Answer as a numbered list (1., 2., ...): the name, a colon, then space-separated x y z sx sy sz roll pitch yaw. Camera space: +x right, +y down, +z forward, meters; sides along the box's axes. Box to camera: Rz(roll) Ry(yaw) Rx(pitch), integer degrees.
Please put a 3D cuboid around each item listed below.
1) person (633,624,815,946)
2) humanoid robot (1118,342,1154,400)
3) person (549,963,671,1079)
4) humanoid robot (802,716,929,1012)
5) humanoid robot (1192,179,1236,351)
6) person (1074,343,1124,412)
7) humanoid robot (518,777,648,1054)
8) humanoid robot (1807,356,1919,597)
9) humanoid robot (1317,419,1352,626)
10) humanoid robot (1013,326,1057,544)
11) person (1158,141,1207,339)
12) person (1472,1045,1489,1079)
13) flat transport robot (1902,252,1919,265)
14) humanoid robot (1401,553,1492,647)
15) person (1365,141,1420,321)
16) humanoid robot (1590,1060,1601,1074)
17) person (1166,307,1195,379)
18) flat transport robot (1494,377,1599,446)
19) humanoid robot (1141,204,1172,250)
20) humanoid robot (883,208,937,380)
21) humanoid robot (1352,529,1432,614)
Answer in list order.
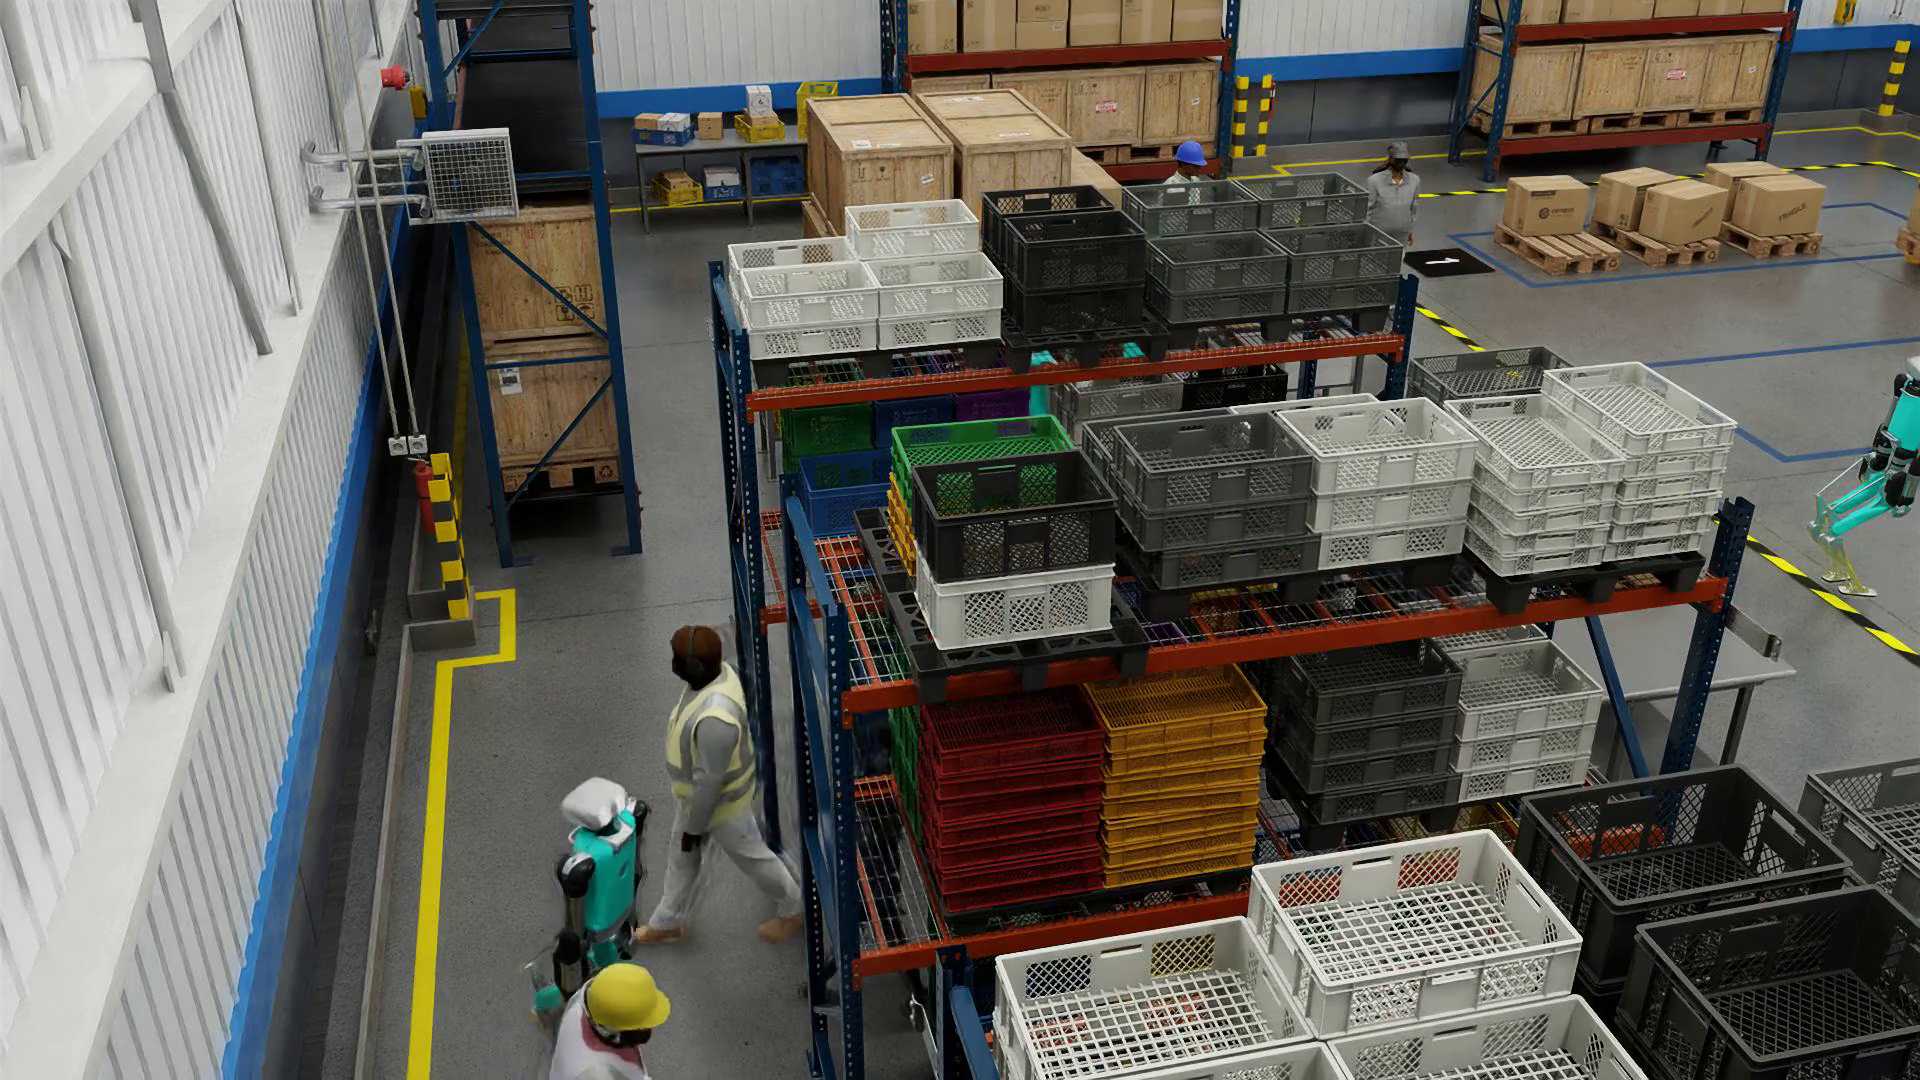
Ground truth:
1. person: -1.183 1.232 8.100 0.955 1.795 0.633 -8 29 -16
2. humanoid robot: 1.132 -1.020 12.263 0.735 1.677 0.533 -14 31 -24
3. person: -1.276 2.247 6.178 0.934 1.758 0.599 -4 28 -7
4. humanoid robot: -0.412 1.525 7.703 0.726 1.632 0.609 -5 28 -9
5. humanoid robot: 2.381 -2.525 15.327 0.589 1.653 0.417 18 33 30
6. person: 0.948 -0.573 11.404 0.359 1.878 0.585 -7 29 -13
7. humanoid robot: -1.699 1.748 7.161 0.783 1.785 0.538 10 30 19
8. humanoid robot: 6.050 -0.421 11.127 0.735 1.677 0.533 -1 28 -2
9. humanoid robot: 2.274 -0.007 10.541 0.610 1.652 0.310 -22 35 -35
10. humanoid robot: 0.701 -0.724 11.786 0.679 1.752 0.547 -17 32 -29
11. person: 2.044 -2.746 15.470 0.412 1.939 0.602 20 34 33
12. person: 1.831 2.284 5.893 0.361 1.964 0.612 -10 29 -17
13. flat transport robot: 10.593 -2.839 17.404 0.652 0.197 1.431 -2 28 -4
14. humanoid robot: 2.824 0.485 9.618 0.599 1.648 0.484 3 28 6
15. person: 4.121 -2.972 16.075 0.560 1.768 0.399 -4 28 -7
16. humanoid robot: 2.220 2.258 6.283 0.614 1.635 0.625 -11 30 -20
17. person: 1.645 -1.295 12.621 0.413 2.034 0.600 13 30 22
18. flat transport robot: 4.780 -1.036 14.013 0.659 0.231 1.431 -6 28 -12
19. humanoid robot: 1.441 -1.908 14.160 0.530 1.778 1.037 25 37 38
20. humanoid robot: -0.563 -1.831 14.064 0.732 1.909 0.550 -11 30 -20
21. humanoid robot: 2.607 0.267 10.044 0.408 1.638 0.626 -22 35 -36
